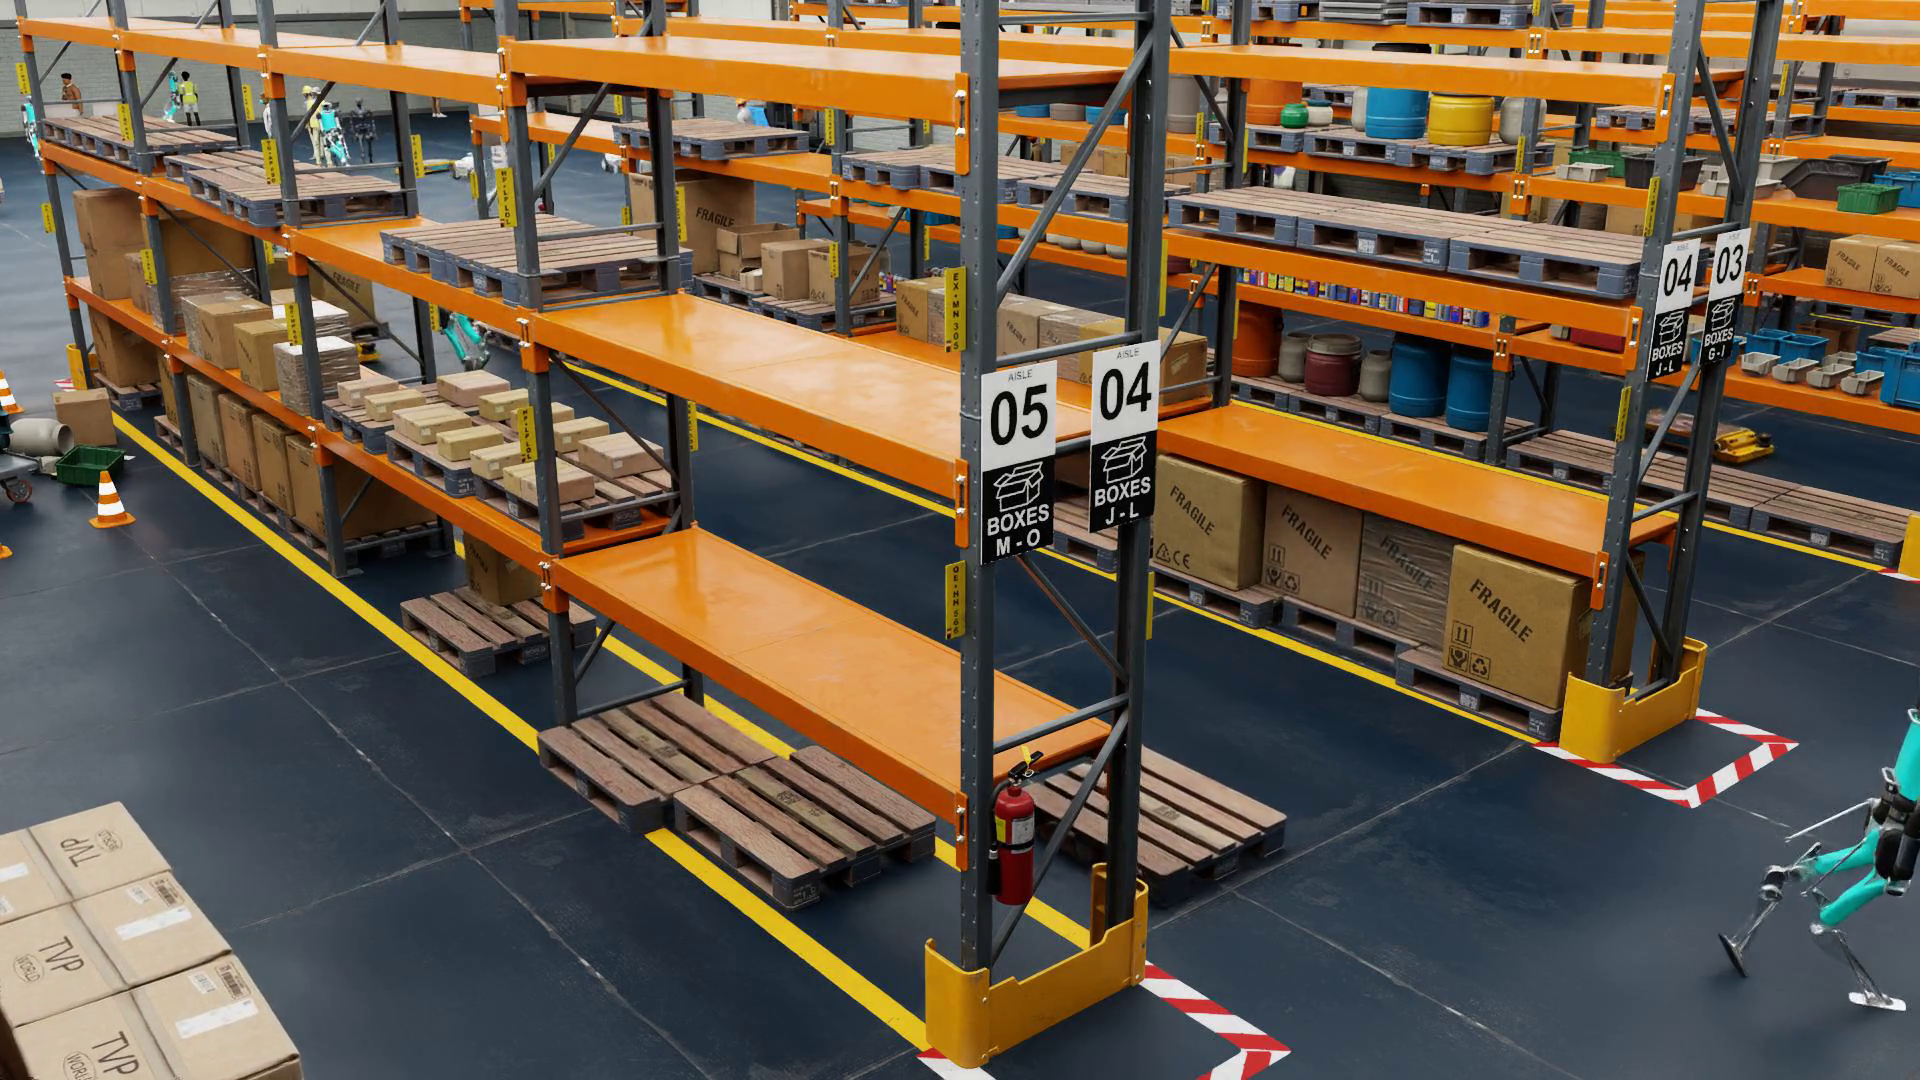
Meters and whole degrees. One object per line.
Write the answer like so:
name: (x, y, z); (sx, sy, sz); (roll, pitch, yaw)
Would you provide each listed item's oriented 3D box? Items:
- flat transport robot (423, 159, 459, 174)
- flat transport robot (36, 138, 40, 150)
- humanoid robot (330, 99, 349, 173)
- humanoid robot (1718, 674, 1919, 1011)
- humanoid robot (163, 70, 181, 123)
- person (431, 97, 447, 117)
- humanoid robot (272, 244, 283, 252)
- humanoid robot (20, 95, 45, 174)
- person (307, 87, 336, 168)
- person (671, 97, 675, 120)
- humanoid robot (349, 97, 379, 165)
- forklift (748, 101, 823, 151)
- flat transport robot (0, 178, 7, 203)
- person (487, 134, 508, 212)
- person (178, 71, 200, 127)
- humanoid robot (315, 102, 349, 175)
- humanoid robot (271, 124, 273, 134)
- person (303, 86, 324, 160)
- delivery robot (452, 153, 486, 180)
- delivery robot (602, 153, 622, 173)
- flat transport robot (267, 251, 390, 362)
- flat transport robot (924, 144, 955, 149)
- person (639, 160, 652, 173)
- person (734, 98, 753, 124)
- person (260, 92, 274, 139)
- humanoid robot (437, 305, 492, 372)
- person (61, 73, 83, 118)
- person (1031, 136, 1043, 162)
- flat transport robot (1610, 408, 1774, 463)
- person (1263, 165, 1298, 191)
flat transport robot: (-12.276, -8.665, 38.597); (0.659, 0.231, 1.431); (11, 22, 28)
flat transport robot: (-23.731, -10.315, 43.292); (0.659, 0.231, 1.431); (-10, 22, -26)
humanoid robot: (-14.318, -9.269, 38.179); (0.386, 1.649, 0.586); (-3, 20, -9)
humanoid robot: (4.069, 1.384, 7.811); (0.978, 1.763, 0.535); (7, 20, 18)
humanoid robot: (-22.319, -12.271, 46.771); (0.859, 1.834, 0.551); (-16, 25, -38)
person: (-16.276, -14.073, 51.567); (0.513, 1.874, 0.387); (17, 26, 40)
humanoid robot: (-11.331, -5.684, 28.061); (0.778, 1.629, 0.600); (-2, 19, -5)
humanoid robot: (-20.987, -9.143, 37.919); (0.542, 1.899, 0.729); (-12, 23, -31)
person: (-14.889, -9.556, 38.689); (0.532, 1.893, 0.403); (3, 20, 8)
person: (-7.422, -10.646, 41.679); (0.523, 1.961, 0.561); (-4, 20, -12)
humanoid robot: (-14.078, -9.625, 39.316); (0.615, 1.644, 0.791); (-5, 20, -14)
forklift: (-4.526, -11.368, 42.374); (1.129, 2.768, 1.873); (-15, 24, -37)
flat transport robot: (-19.140, -6.313, 31.903); (0.659, 0.231, 1.431); (-1, 19, -3)
person: (-8.909, -7.233, 32.125); (0.739, 1.859, 0.582); (-7, 21, -20)
person: (-21.737, -12.346, 46.915); (0.319, 1.696, 0.532); (18, 26, 41)
humanoid robot: (-13.579, -8.642, 36.285); (0.936, 1.724, 0.540); (14, 24, 34)
humanoid robot: (-14.499, -8.240, 35.334); (0.735, 1.646, 0.600); (-2, 19, -5)
person: (-15.867, -10.216, 40.748); (0.302, 1.771, 0.524); (3, 20, 8)
delivery robot: (-11.005, -8.353, 37.300); (0.499, 0.610, 0.788); (7, 21, 20)
delivery robot: (-7.983, -8.825, 38.633); (0.499, 0.603, 0.807); (-11, 22, -28)
flat transport robot: (-7.901, -2.408, 20.790); (0.659, 0.231, 1.431); (-18, 26, -41)
flat transport robot: (-0.557, -7.538, 35.389); (0.659, 0.231, 1.431); (-8, 21, -21)
person: (-5.263, -5.951, 28.345); (0.371, 1.954, 0.602); (-2, 19, -6)
person: (-4.757, -8.876, 36.773); (0.464, 1.873, 0.597); (6, 20, 17)
person: (-15.456, -9.106, 37.395); (0.361, 1.909, 0.481); (-9, 21, -25)
humanoid robot: (-5.616, -2.423, 18.798); (0.731, 1.909, 0.552); (16, 25, 38)
person: (-23.524, -11.457, 44.152); (0.784, 1.853, 0.401); (10, 22, 27)
person: (1.422, -6.795, 31.033); (0.411, 1.758, 0.541); (1, 19, 3)
flat transport robot: (7.471, -1.078, 17.004); (0.659, 0.231, 1.431); (-13, 23, -33)
person: (5.281, -5.495, 27.280); (0.693, 1.790, 0.474); (5, 20, 14)
